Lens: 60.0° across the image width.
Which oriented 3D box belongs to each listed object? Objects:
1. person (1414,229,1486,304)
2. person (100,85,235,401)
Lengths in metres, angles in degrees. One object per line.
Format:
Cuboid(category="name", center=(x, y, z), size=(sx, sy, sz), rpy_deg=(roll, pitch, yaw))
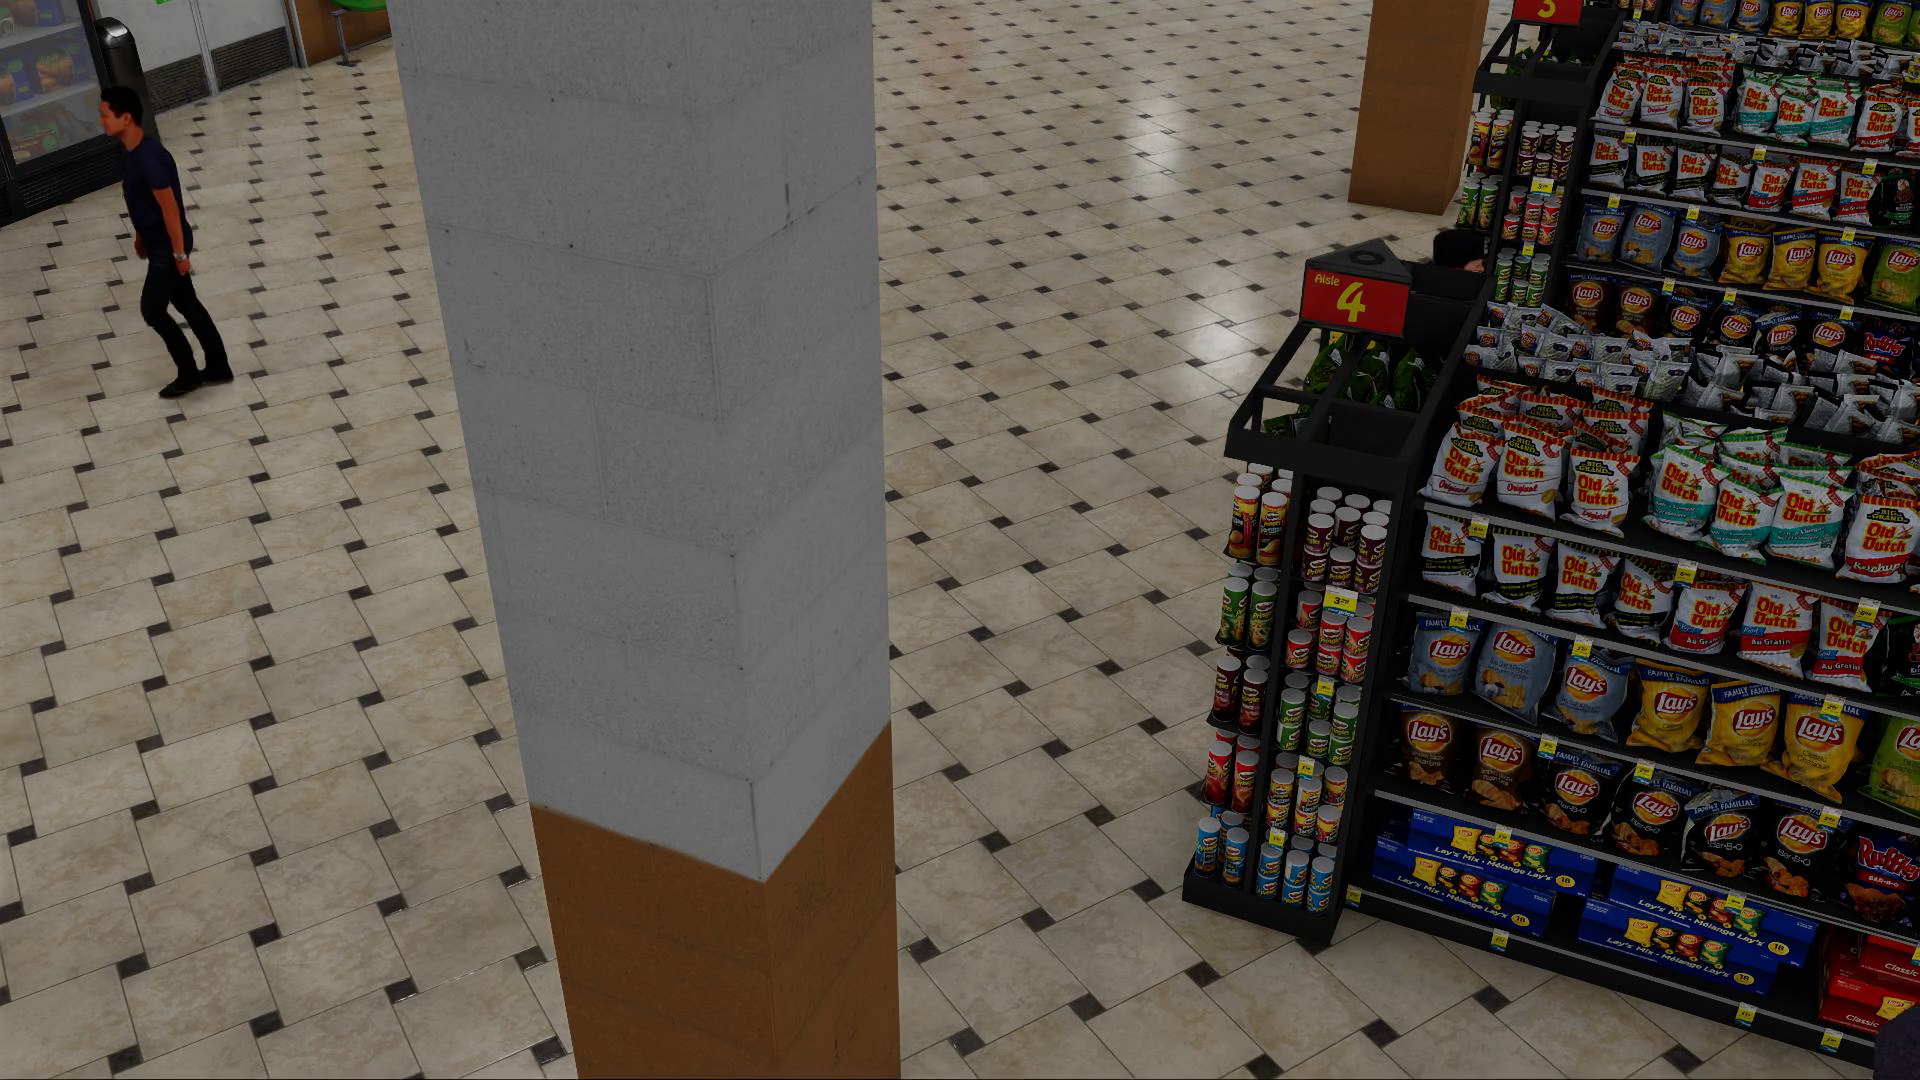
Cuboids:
Cuboid(category="person", center=(2.134, -0.673, 7.805), size=(0.812, 1.660, 0.721), rpy_deg=(16, 35, 24))
Cuboid(category="person", center=(-4.348, -1.666, 9.292), size=(0.854, 1.776, 0.773), rpy_deg=(-18, 36, -27))
